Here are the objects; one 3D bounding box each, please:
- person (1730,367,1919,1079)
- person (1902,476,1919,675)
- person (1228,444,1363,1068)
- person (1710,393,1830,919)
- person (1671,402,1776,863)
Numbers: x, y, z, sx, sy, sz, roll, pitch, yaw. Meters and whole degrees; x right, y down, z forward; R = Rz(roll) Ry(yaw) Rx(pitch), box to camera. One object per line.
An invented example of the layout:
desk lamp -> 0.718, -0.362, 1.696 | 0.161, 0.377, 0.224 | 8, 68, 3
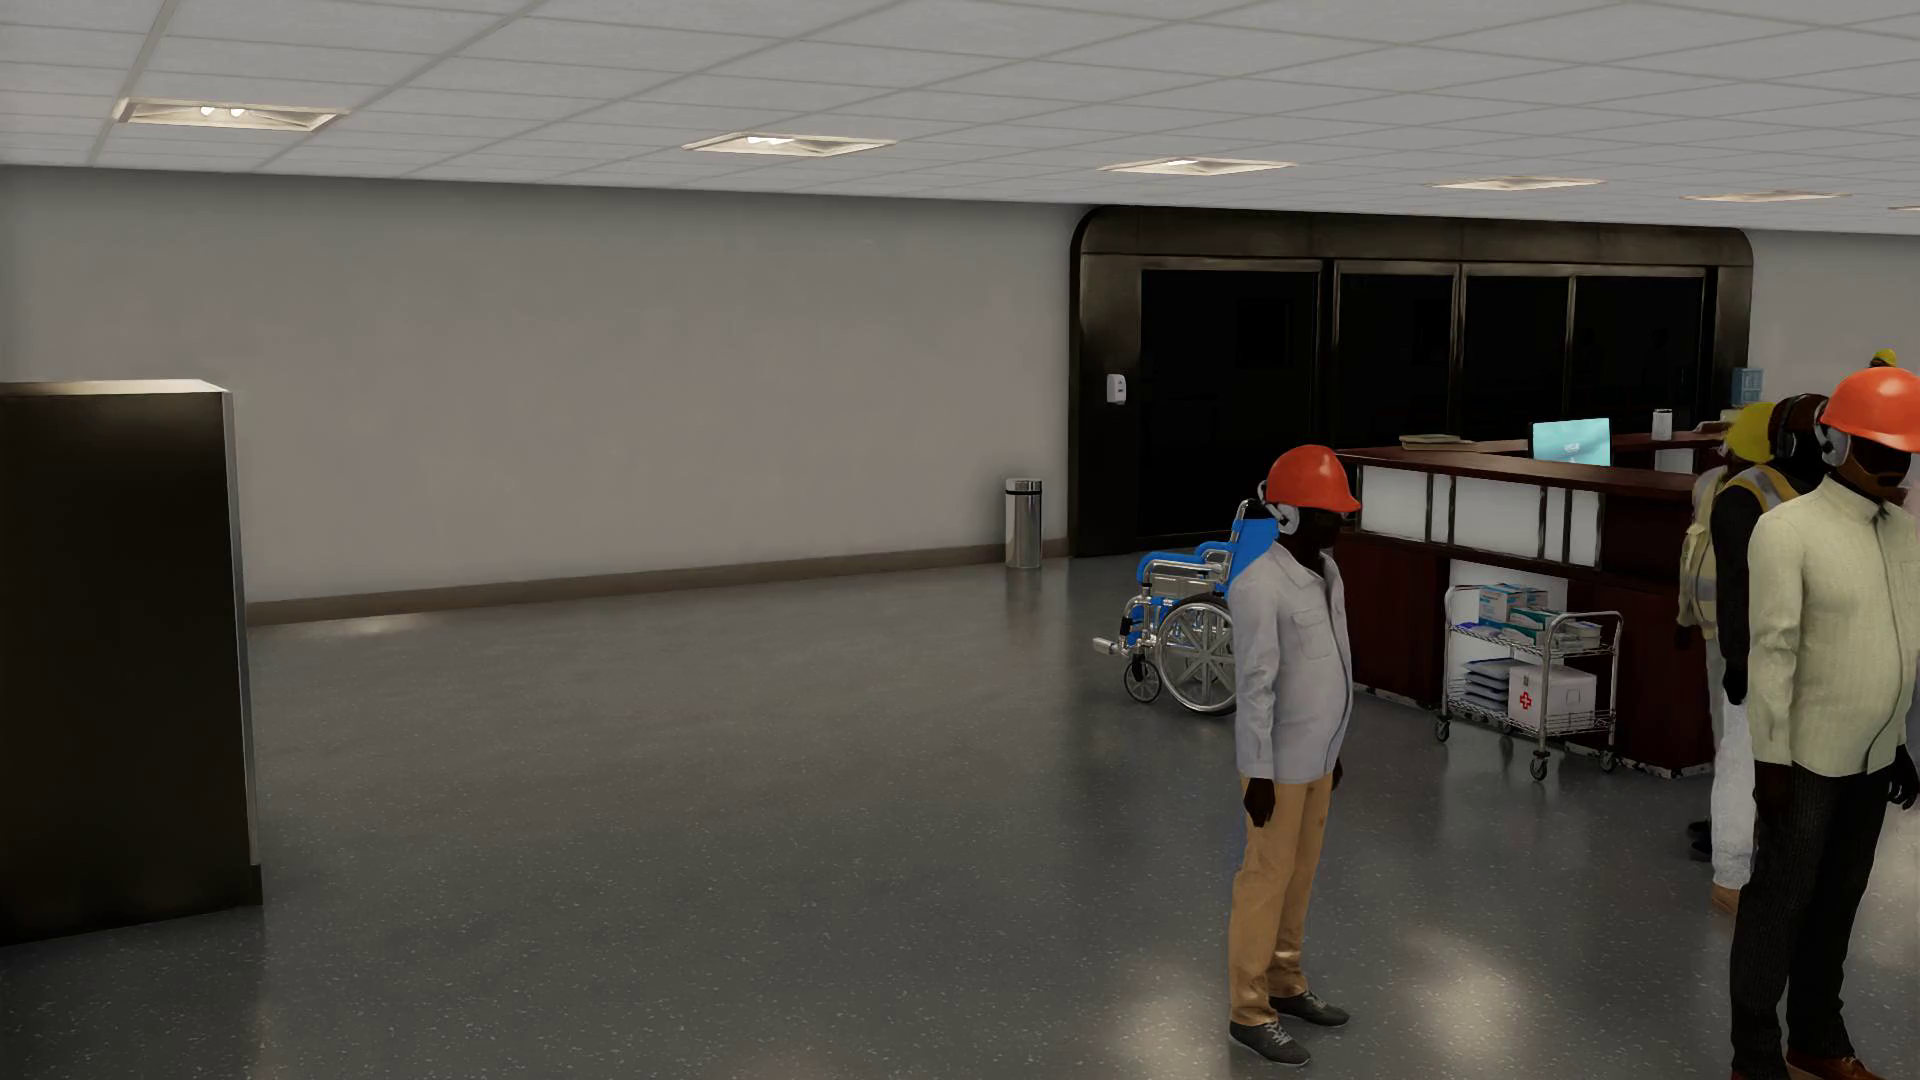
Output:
person -> 2.293, 0.544, 4.342 | 0.610, 1.985, 0.392 | -4, 9, -29
person -> 3.640, 0.378, 5.868 | 0.664, 1.892, 0.456 | -3, 8, -21
person -> 0.974, 0.598, 4.781 | 0.336, 1.749, 0.575 | 5, 9, 34
person -> 2.903, 0.411, 5.826 | 0.619, 1.845, 0.430 | -4, 9, -27
person -> 3.029, 0.349, 6.452 | 0.432, 1.791, 0.637 | -1, 8, -7
